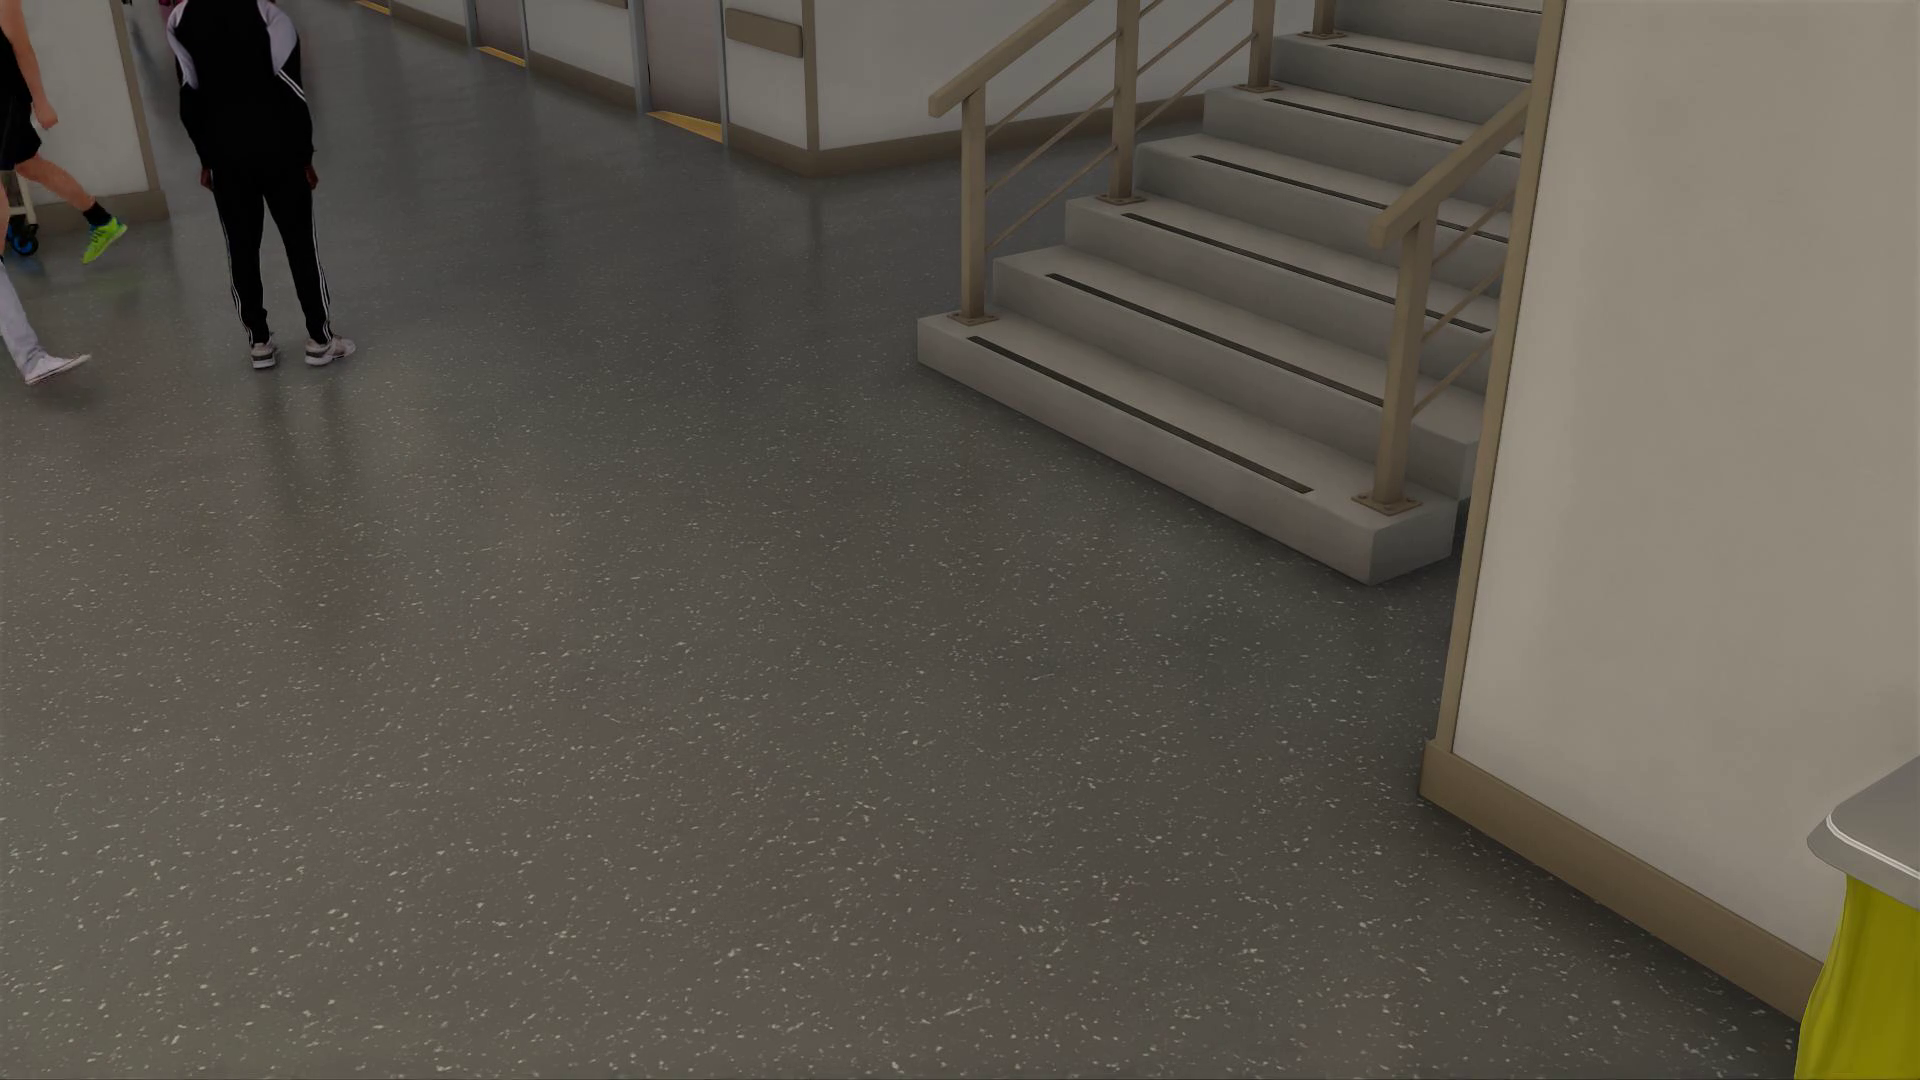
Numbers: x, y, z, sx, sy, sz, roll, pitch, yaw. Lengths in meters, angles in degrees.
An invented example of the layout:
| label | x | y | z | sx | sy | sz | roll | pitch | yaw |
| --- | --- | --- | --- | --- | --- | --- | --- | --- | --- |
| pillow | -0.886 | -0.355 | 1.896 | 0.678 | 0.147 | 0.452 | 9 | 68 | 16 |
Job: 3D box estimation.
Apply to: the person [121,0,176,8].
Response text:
| label | x | y | z | sx | sy | sz | roll | pitch | yaw |
| --- | --- | --- | --- | --- | --- | --- | --- | --- | --- |
| person | -7.950 | -5.973 | 16.114 | 0.896 | 1.665 | 1.080 | 17 | 30 | 31 |

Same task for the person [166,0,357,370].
| label | x | y | z | sx | sy | sz | roll | pitch | yaw |
| --- | --- | --- | --- | --- | --- | --- | --- | --- | --- |
| person | -2.923 | -1.608 | 6.874 | 0.677 | 1.827 | 0.795 | -2 | 26 | -3 |

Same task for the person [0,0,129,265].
| label | x | y | z | sx | sy | sz | roll | pitch | yaw |
| --- | --- | --- | --- | --- | --- | --- | --- | --- | --- |
| person | -4.525 | -2.135 | 7.944 | 0.990 | 1.847 | 1.308 | 16 | 30 | 30 |
